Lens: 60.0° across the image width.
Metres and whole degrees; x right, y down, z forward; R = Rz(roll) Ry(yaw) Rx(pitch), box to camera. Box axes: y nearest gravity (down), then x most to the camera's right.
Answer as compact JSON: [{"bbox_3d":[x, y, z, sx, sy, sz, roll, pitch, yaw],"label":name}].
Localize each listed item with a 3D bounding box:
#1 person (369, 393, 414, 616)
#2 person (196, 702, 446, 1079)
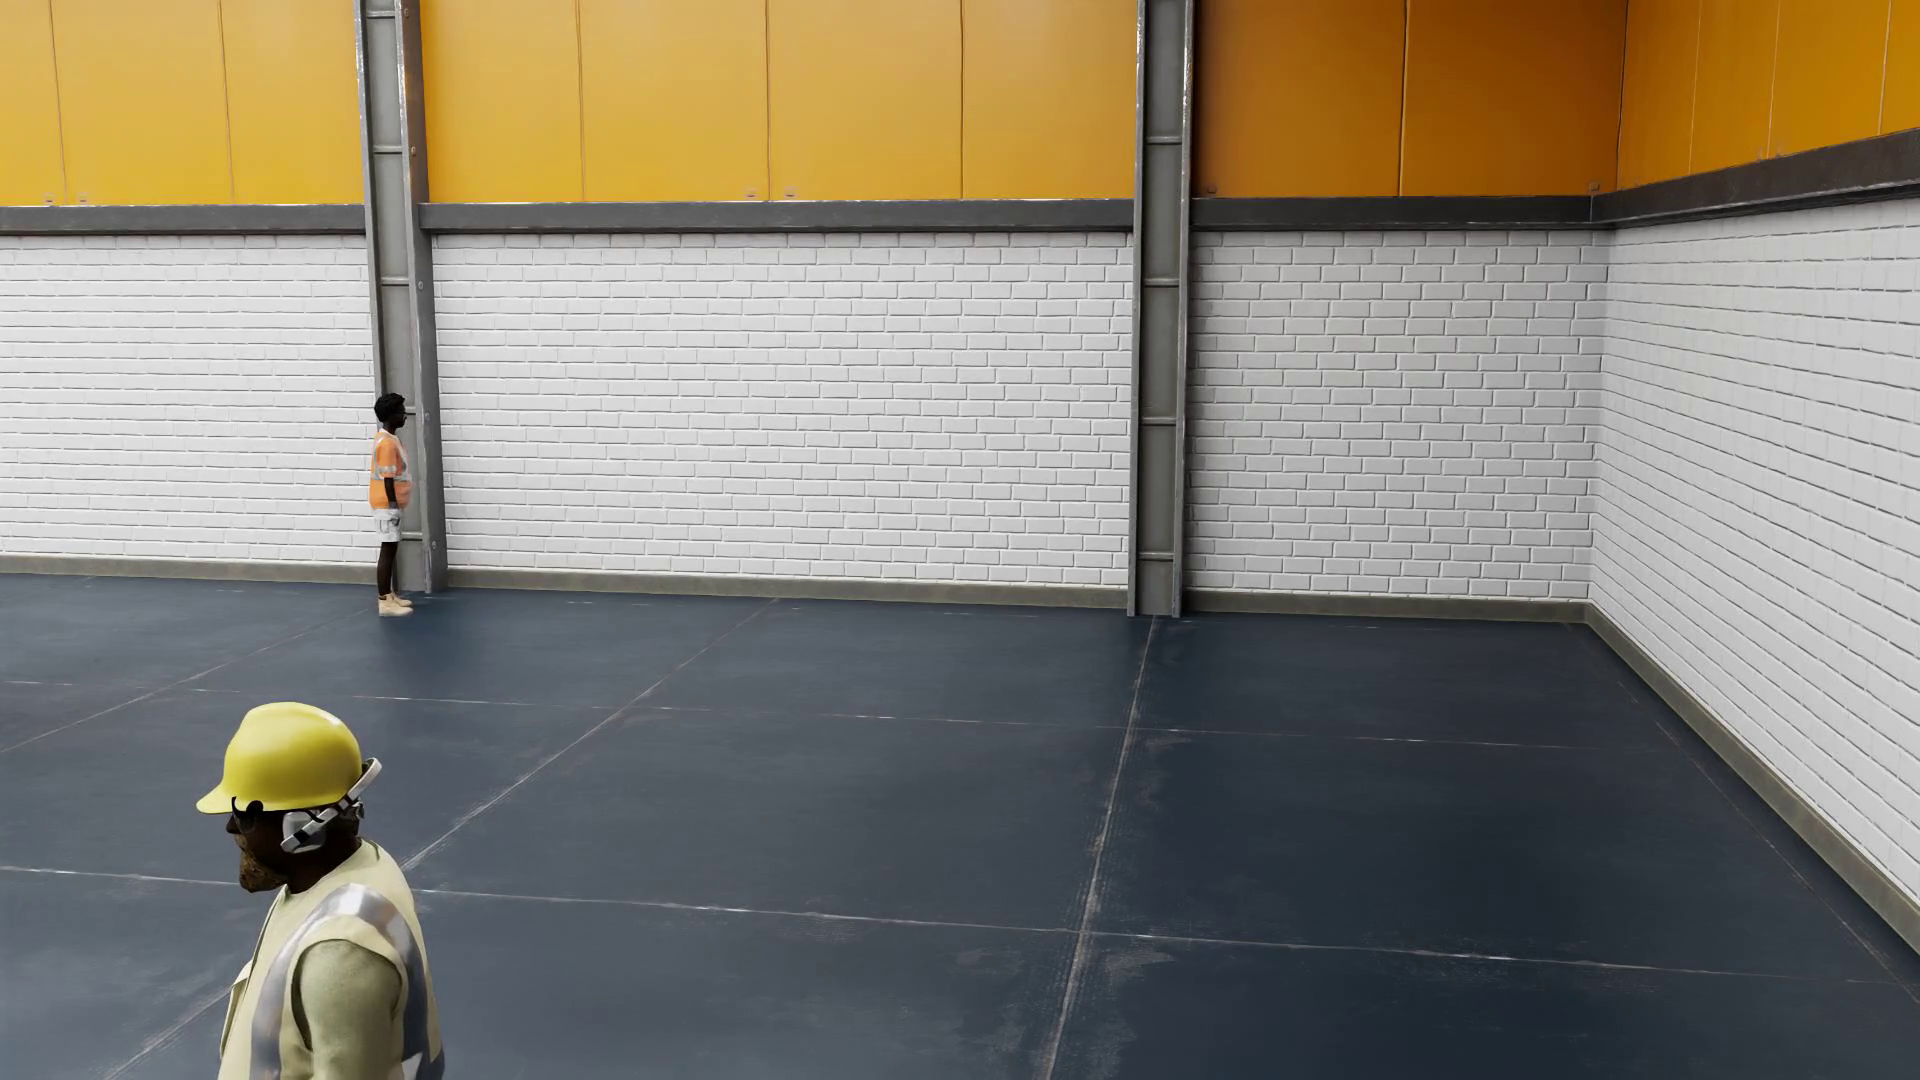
[{"bbox_3d":[-4.306,-0.268,12.592,0.321,1.690,0.527,-3,10,-18],"label":"person"},{"bbox_3d":[-1.180,1.196,3.151,0.403,1.824,0.593,-4,10,-22],"label":"person"}]
